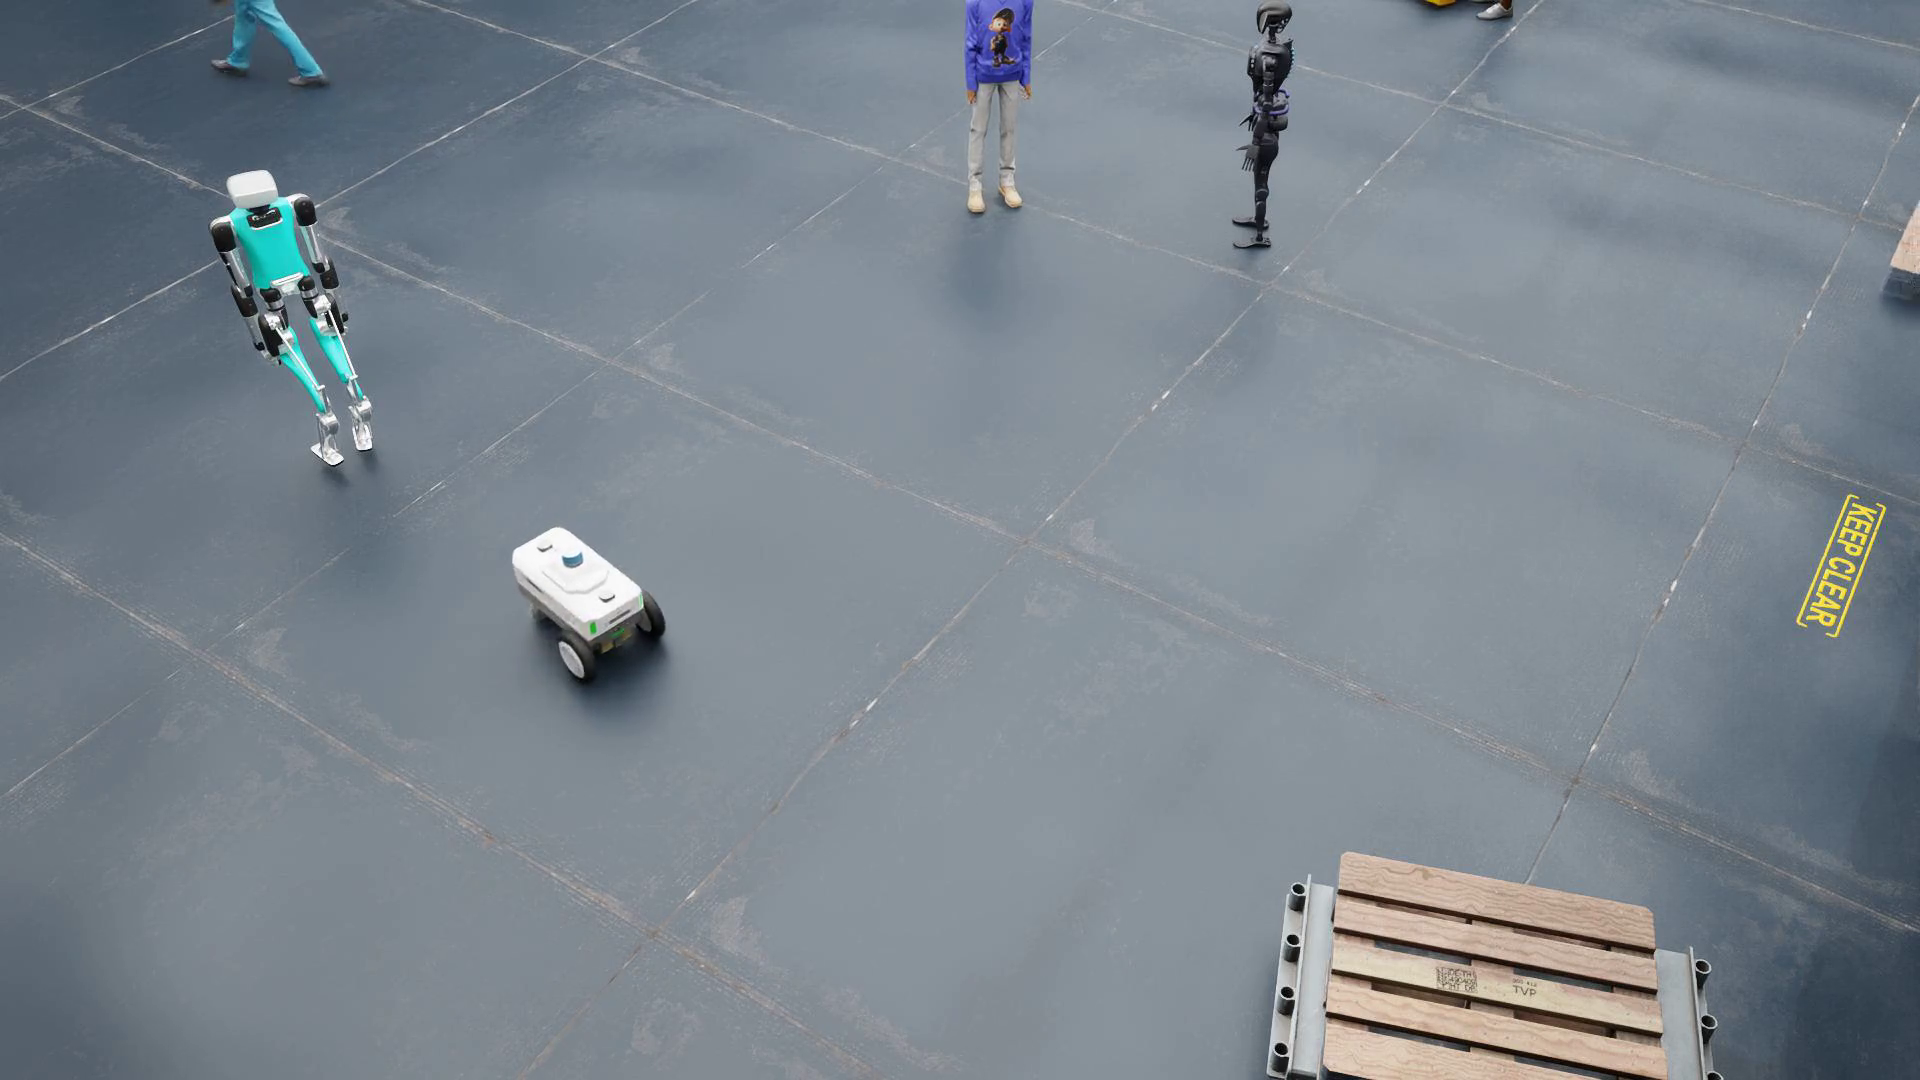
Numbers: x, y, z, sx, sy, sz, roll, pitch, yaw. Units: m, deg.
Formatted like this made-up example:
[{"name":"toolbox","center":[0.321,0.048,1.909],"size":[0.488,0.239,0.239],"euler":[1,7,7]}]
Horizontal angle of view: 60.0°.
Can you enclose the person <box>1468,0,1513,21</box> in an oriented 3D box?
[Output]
[{"name":"person","center":[4.485,-5.138,13.276],"size":[0.419,1.941,0.548],"euler":[2,42,2]}]

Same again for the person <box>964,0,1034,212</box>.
[{"name":"person","center":[0.256,-3.066,11.010],"size":[0.459,1.874,0.356],"euler":[-8,42,-9]}]

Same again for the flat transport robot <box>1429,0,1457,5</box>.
[{"name":"flat transport robot","center":[4.446,-4.944,14.311],"size":[1.431,0.231,0.659],"euler":[-21,46,-22]}]

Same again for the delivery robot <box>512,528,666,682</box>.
[{"name":"delivery robot","center":[-1.878,0.268,8.247],"size":[0.742,0.570,0.499],"euler":[33,51,31]}]

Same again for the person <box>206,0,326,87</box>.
[{"name":"person","center":[-5.360,-4.249,12.393],"size":[0.987,1.787,0.583],"euler":[5,42,6]}]

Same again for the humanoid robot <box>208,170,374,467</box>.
[{"name":"humanoid robot","center":[-3.439,-1.081,8.787],"size":[0.533,1.677,0.735],"euler":[-25,48,-26]}]

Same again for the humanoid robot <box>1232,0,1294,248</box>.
[{"name":"humanoid robot","center":[1.947,-2.671,10.701],"size":[0.315,1.657,0.599],"euler":[6,42,7]}]
